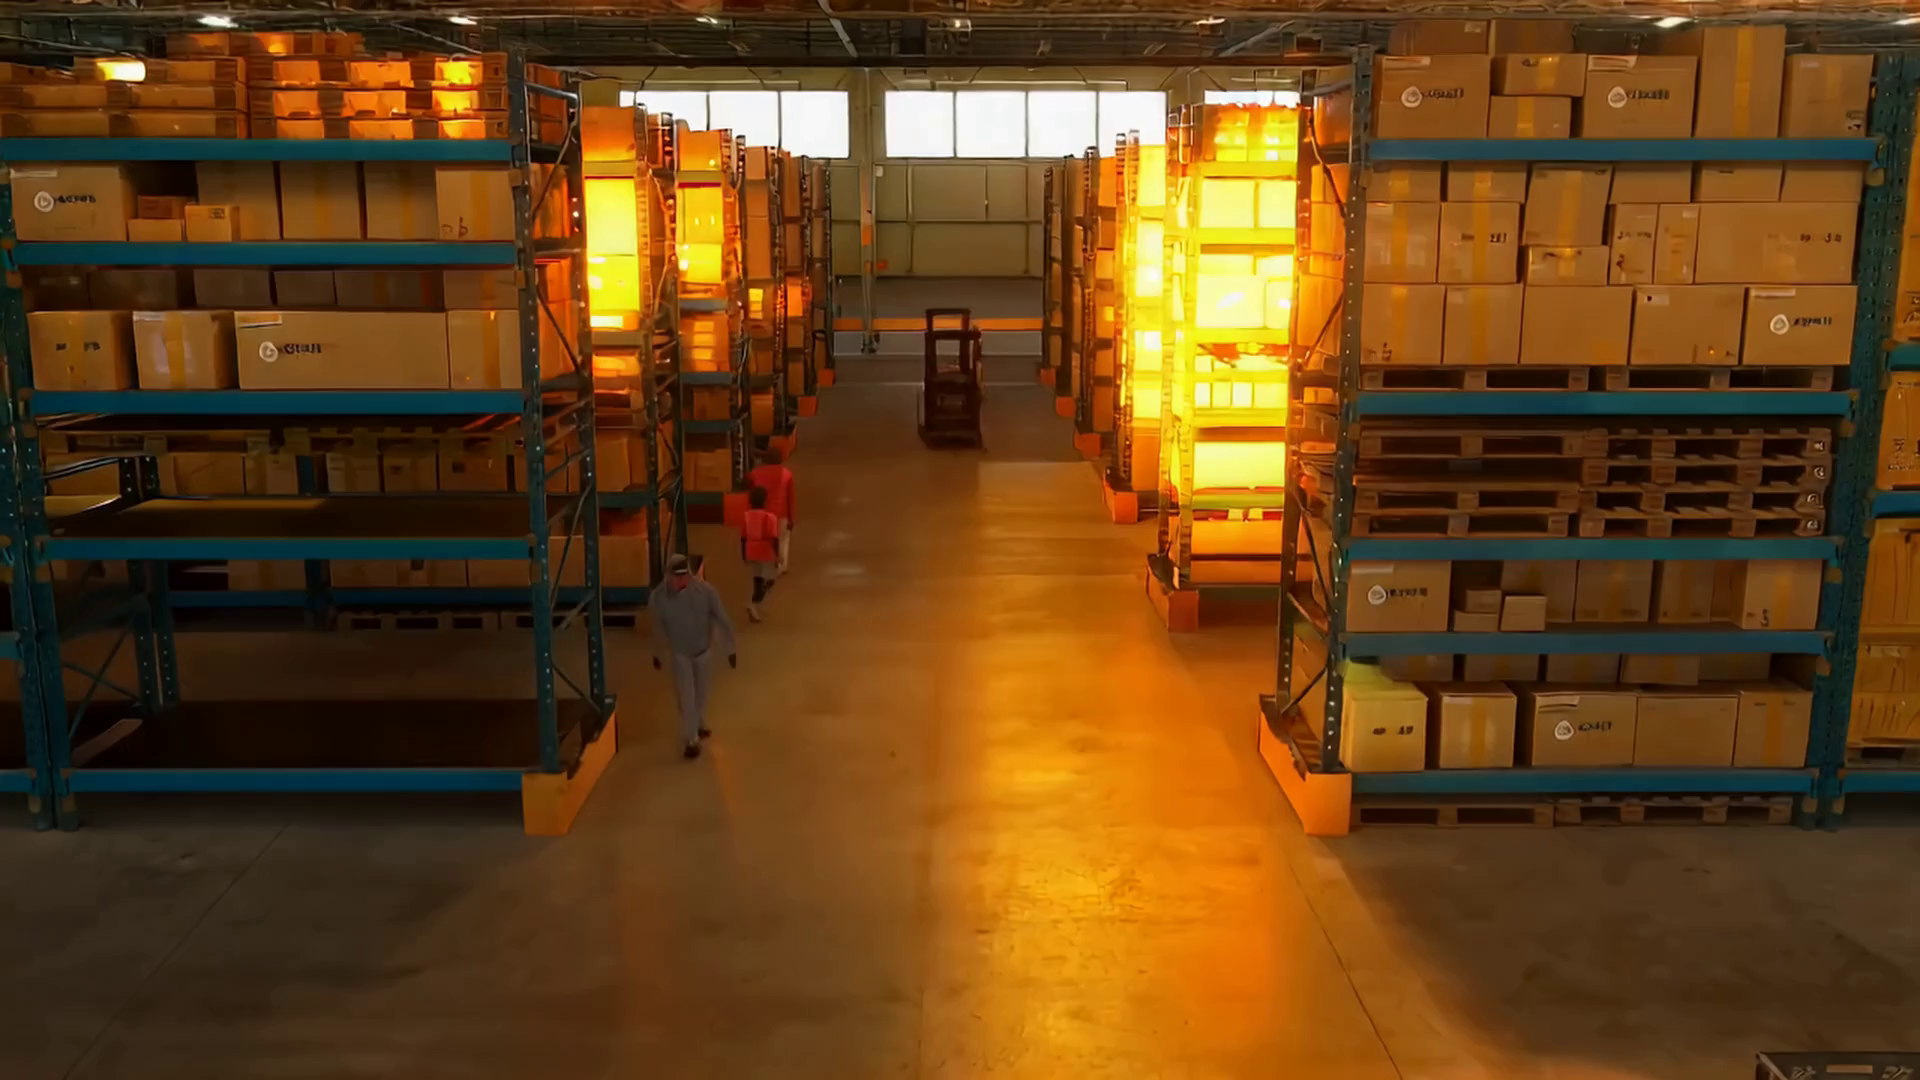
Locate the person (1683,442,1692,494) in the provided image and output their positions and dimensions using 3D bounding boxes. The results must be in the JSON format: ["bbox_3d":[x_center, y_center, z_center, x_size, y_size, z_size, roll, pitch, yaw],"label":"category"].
[{"bbox_3d":[10.603,-0.697,24.269,0.504,1.623,0.530,0,11,1],"label":"person"}]

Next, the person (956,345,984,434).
[{"bbox_3d":[0.241,-3.182,35.671,0.638,1.991,1.016,4,12,17],"label":"person"}]

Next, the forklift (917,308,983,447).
[{"bbox_3d":[-0.250,-3.449,34.796,1.129,2.768,1.873,-2,12,-11],"label":"forklift"}]

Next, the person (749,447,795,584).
[{"bbox_3d":[-2.489,-0.338,22.077,0.626,1.799,0.952,1,11,4],"label":"person"}]

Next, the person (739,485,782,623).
[{"bbox_3d":[-2.407,0.180,19.776,0.543,1.680,0.592,6,13,28],"label":"person"}]

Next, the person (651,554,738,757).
[{"bbox_3d":[-2.439,1.016,15.260,0.758,1.840,1.015,-2,12,-10],"label":"person"}]

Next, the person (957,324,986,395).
[{"bbox_3d":[0.257,-4.707,43.538,0.704,1.891,0.448,3,12,14],"label":"person"}]
